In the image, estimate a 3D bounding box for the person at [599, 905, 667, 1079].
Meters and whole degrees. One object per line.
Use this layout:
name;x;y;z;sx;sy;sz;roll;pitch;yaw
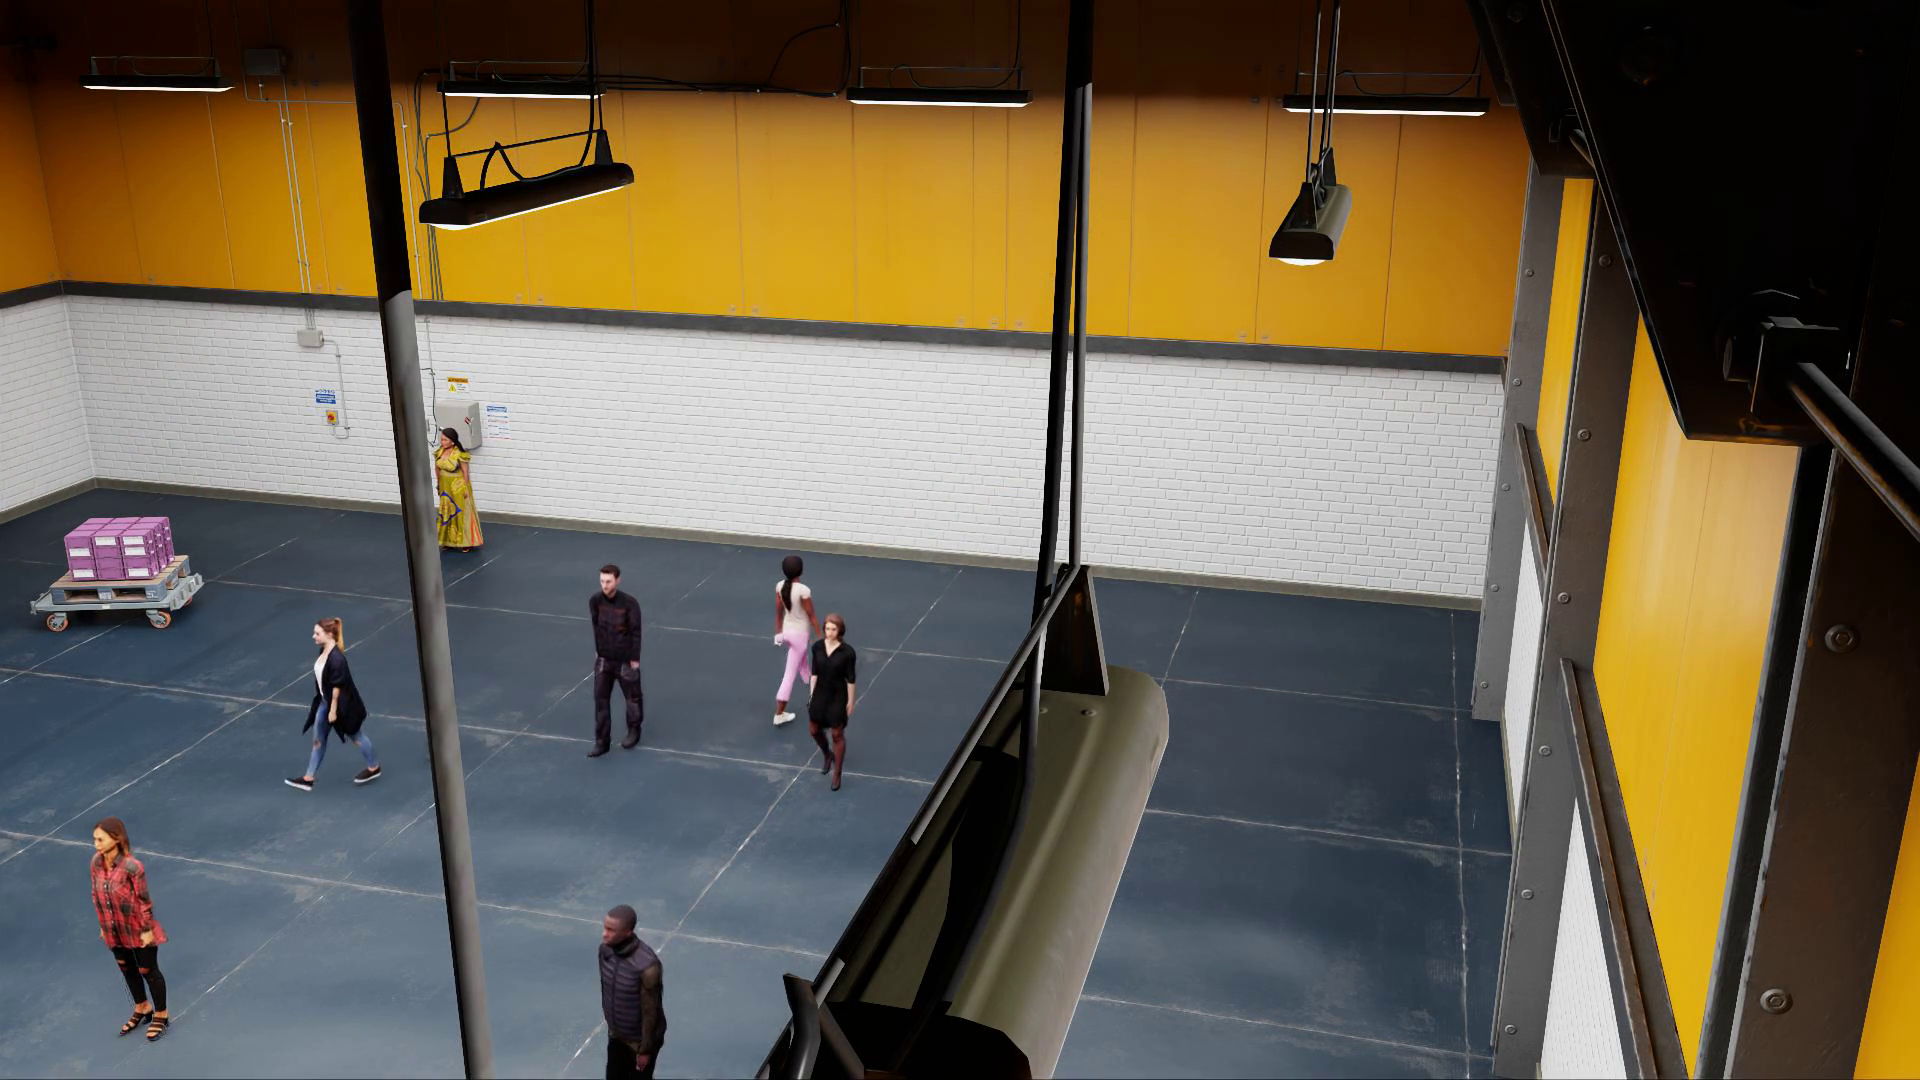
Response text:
person;-1.951;3.039;10.352;0.872;1.821;0.955;15;24;37

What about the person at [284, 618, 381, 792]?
person;-5.587;1.500;15.198;1.150;1.643;1.009;-15;24;-37

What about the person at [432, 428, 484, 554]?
person;-6.569;-0.664;21.601;0.839;1.659;0.749;6;19;16

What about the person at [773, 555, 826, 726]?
person;-1.695;1.021;16.538;0.930;1.697;1.198;16;25;40

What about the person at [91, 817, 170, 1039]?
person;-5.774;2.690;11.580;0.621;1.698;0.561;6;19;16

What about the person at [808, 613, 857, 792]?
person;-1.154;1.443;15.284;0.644;1.698;0.601;7;20;19

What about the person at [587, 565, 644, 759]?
person;-3.258;1.106;15.983;0.696;1.890;0.900;5;19;13
